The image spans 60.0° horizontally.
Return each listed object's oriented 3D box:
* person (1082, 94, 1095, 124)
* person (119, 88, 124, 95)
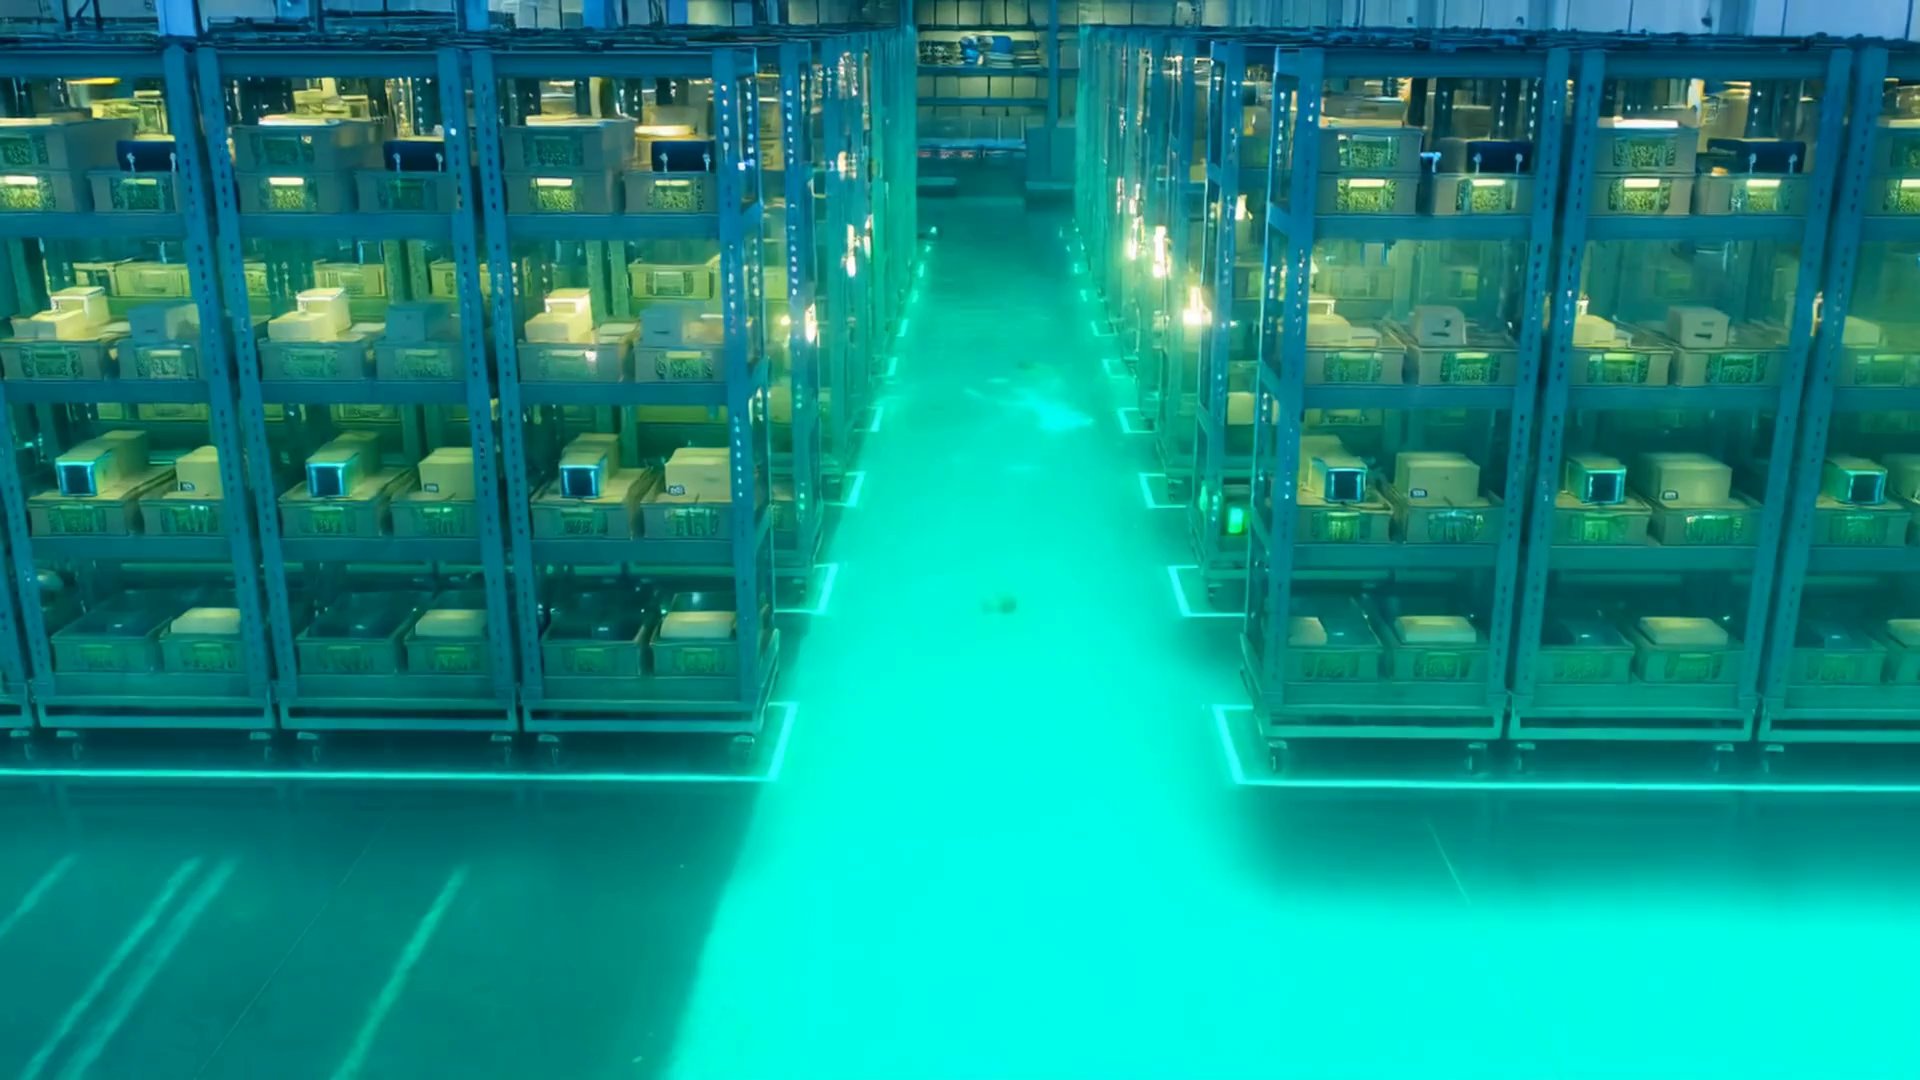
[{"bbox_3d":[3.338,-10.501,42.589,0.607,1.987,0.408,-2,18,-6],"label":"person"},{"bbox_3d":[-28.668,-14.848,57.089,0.848,1.583,0.494,-8,19,-23],"label":"person"}]
